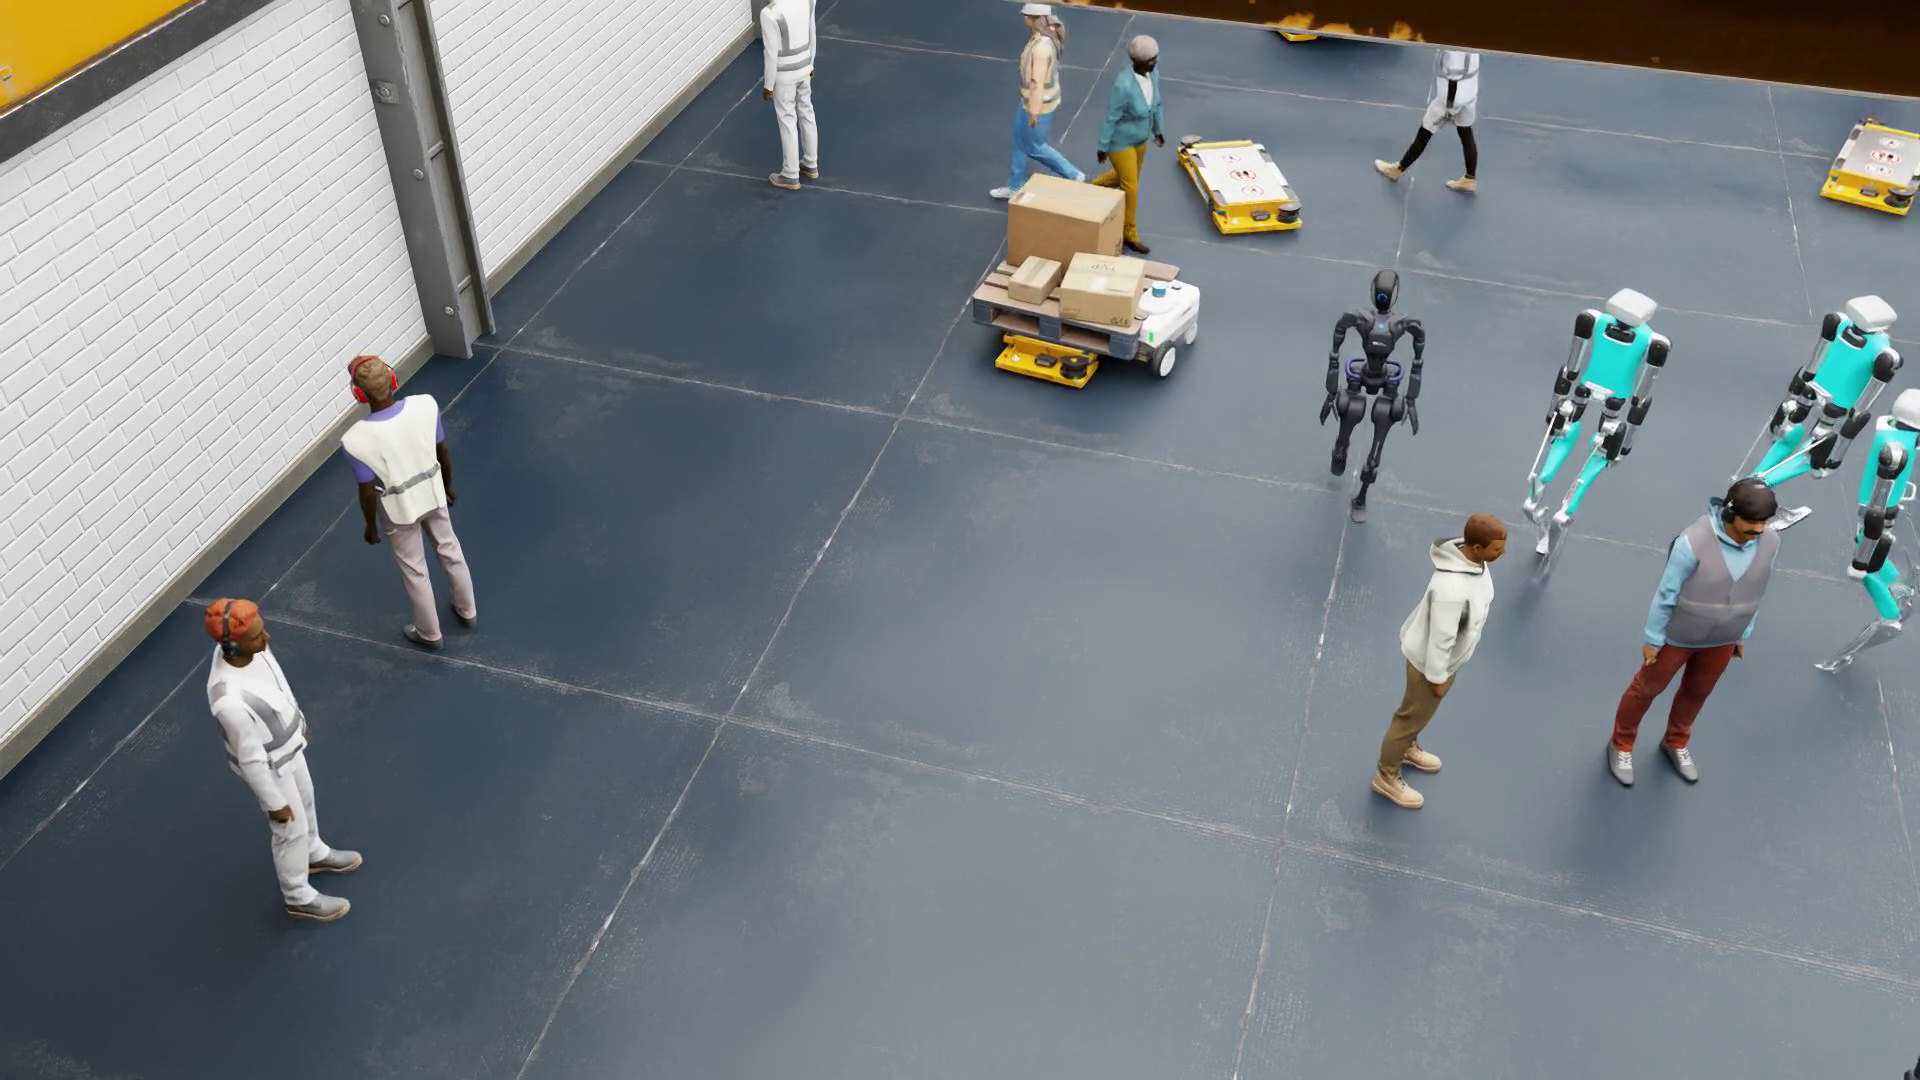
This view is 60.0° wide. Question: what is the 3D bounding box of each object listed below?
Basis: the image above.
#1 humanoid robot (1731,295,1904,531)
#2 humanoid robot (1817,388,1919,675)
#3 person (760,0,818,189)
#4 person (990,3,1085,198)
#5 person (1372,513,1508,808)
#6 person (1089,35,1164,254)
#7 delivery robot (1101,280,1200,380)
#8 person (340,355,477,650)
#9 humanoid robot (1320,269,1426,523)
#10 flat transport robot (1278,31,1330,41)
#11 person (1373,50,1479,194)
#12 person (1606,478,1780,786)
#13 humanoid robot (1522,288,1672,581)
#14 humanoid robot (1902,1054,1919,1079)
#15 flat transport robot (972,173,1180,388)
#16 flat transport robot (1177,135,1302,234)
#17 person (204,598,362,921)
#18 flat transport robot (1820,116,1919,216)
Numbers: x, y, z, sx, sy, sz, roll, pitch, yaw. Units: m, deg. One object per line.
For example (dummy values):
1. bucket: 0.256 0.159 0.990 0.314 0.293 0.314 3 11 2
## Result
1. humanoid robot: 4.748 -0.571 9.529 1.011 1.720 0.533 -11 40 -13
2. humanoid robot: 4.964 0.062 8.788 0.664 1.825 0.543 20 43 23
3. person: -1.375 -3.754 13.386 0.354 1.884 0.576 25 45 28
4. person: 0.611 -3.483 13.193 0.671 1.678 0.515 -1 39 -1
5. person: 2.326 0.560 8.126 0.383 1.759 0.507 20 43 23
6. person: 1.207 -3.074 12.665 0.766 1.718 0.556 27 46 30
7. delivery robot: 1.365 -1.512 11.672 0.499 0.613 0.807 24 45 27
8. person: -2.958 -0.180 8.976 0.388 1.837 0.564 30 47 32
9. humanoid robot: 2.491 -0.902 10.011 0.588 1.646 0.481 8 39 10
10. flat transport robot: 3.777 -5.227 16.506 1.431 0.231 0.659 -11 40 -14
11. person: 3.900 -3.604 13.381 0.872 1.655 0.549 23 44 26
12. person: 3.614 0.437 8.183 0.542 1.871 0.412 -3 39 -4
13. humanoid robot: 3.516 -0.484 9.514 0.549 1.903 0.708 27 46 30
14. humanoid robot: 3.701 2.244 6.141 0.589 1.645 0.769 7 39 9
15. flat transport robot: 0.839 -1.581 11.971 0.659 0.231 1.431 16 42 19
16. flat transport robot: 2.282 -2.937 13.658 0.659 0.231 1.431 -5 39 -7
17. person: -3.088 0.987 7.498 0.352 1.876 0.578 -8 39 -10
18. flat transport robot: 7.711 -3.137 13.907 0.659 0.231 1.431 23 44 25
